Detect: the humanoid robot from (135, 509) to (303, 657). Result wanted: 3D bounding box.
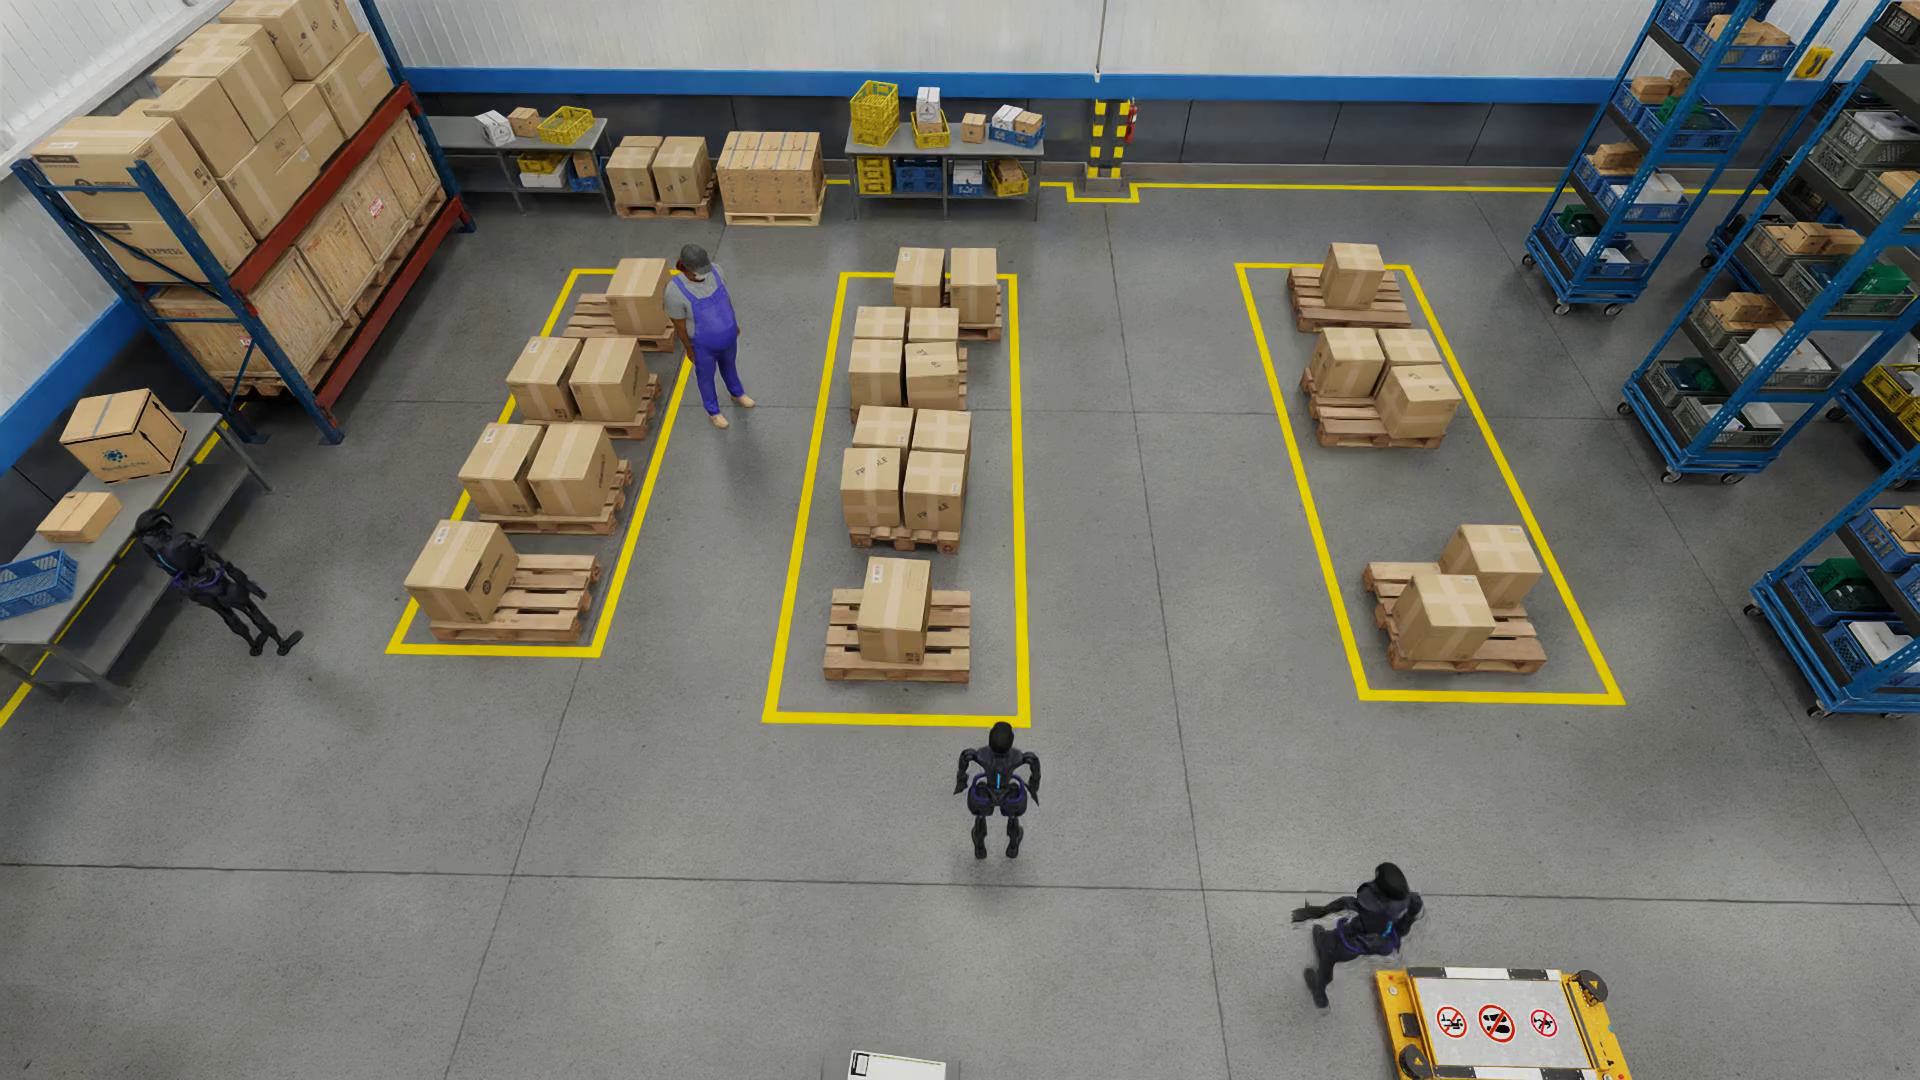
[{"bbox_3d":[-5.928,0.351,7.281,0.590,1.657,0.328,2,51,2],"label":"humanoid robot"}]

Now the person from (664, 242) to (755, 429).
[{"bbox_3d":[-2.414,-2.013,8.985,0.537,2.000,0.677,31,57,23],"label":"person"}]

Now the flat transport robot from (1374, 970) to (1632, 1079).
[{"bbox_3d":[3.501,3.133,5.914,1.431,0.197,0.652,1,51,1],"label":"flat transport robot"}]

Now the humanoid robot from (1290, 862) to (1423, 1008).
[{"bbox_3d":[2.413,2.383,5.645,0.598,1.637,0.622,-5,51,-4],"label":"humanoid robot"}]

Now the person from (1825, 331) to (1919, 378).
[{"bbox_3d":[9.839,-2.316,9.358,0.671,1.844,0.787,-13,52,-11],"label":"person"}]

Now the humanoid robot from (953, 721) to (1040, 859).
[{"bbox_3d":[0.246,1.697,6.184,0.590,1.657,0.328,2,51,2],"label":"humanoid robot"}]
